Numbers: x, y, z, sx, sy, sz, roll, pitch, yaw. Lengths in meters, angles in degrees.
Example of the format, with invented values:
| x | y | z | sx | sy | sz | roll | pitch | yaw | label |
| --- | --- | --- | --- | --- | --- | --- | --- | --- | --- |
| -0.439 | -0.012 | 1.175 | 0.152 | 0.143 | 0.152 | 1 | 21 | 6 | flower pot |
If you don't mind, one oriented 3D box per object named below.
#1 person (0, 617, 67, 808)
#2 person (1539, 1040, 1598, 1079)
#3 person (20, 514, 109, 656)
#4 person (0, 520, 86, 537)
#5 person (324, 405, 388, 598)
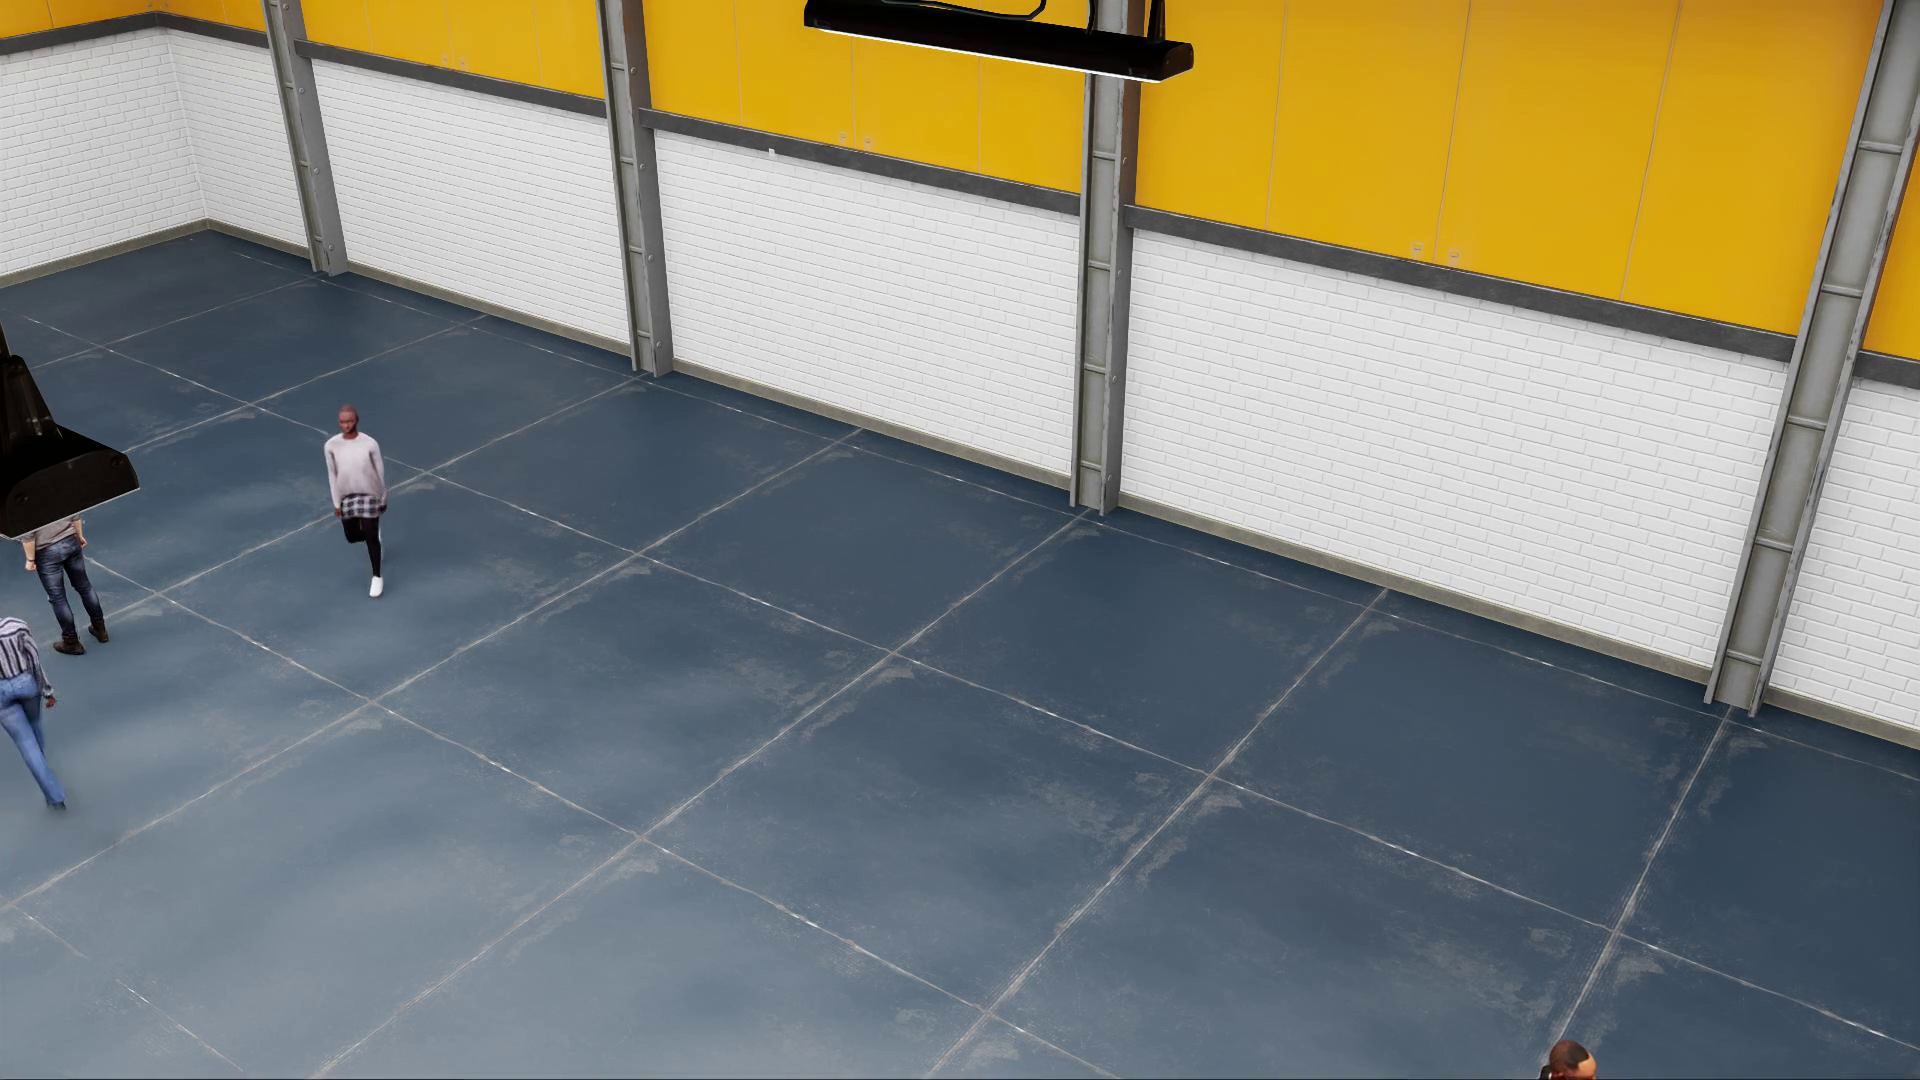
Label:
| x | y | z | sx | sy | sz | roll | pitch | yaw | label |
| --- | --- | --- | --- | --- | --- | --- | --- | --- | --- |
| -6.668 | 1.173 | 11.808 | 1.110 | 1.761 | 0.760 | 24 | 37 | 37 | person |
| 2.782 | 3.144 | 8.045 | 0.630 | 1.904 | 0.704 | 15 | 32 | 26 | person |
| -7.438 | 0.060 | 13.700 | 0.615 | 1.903 | 0.709 | 16 | 32 | 26 | person |
| -8.855 | -0.648 | 15.485 | 0.945 | 1.435 | 1.018 | -12 | 31 | -20 | person |
| -5.290 | -0.401 | 14.697 | 0.976 | 1.758 | 1.027 | -4 | 29 | -8 | person |
